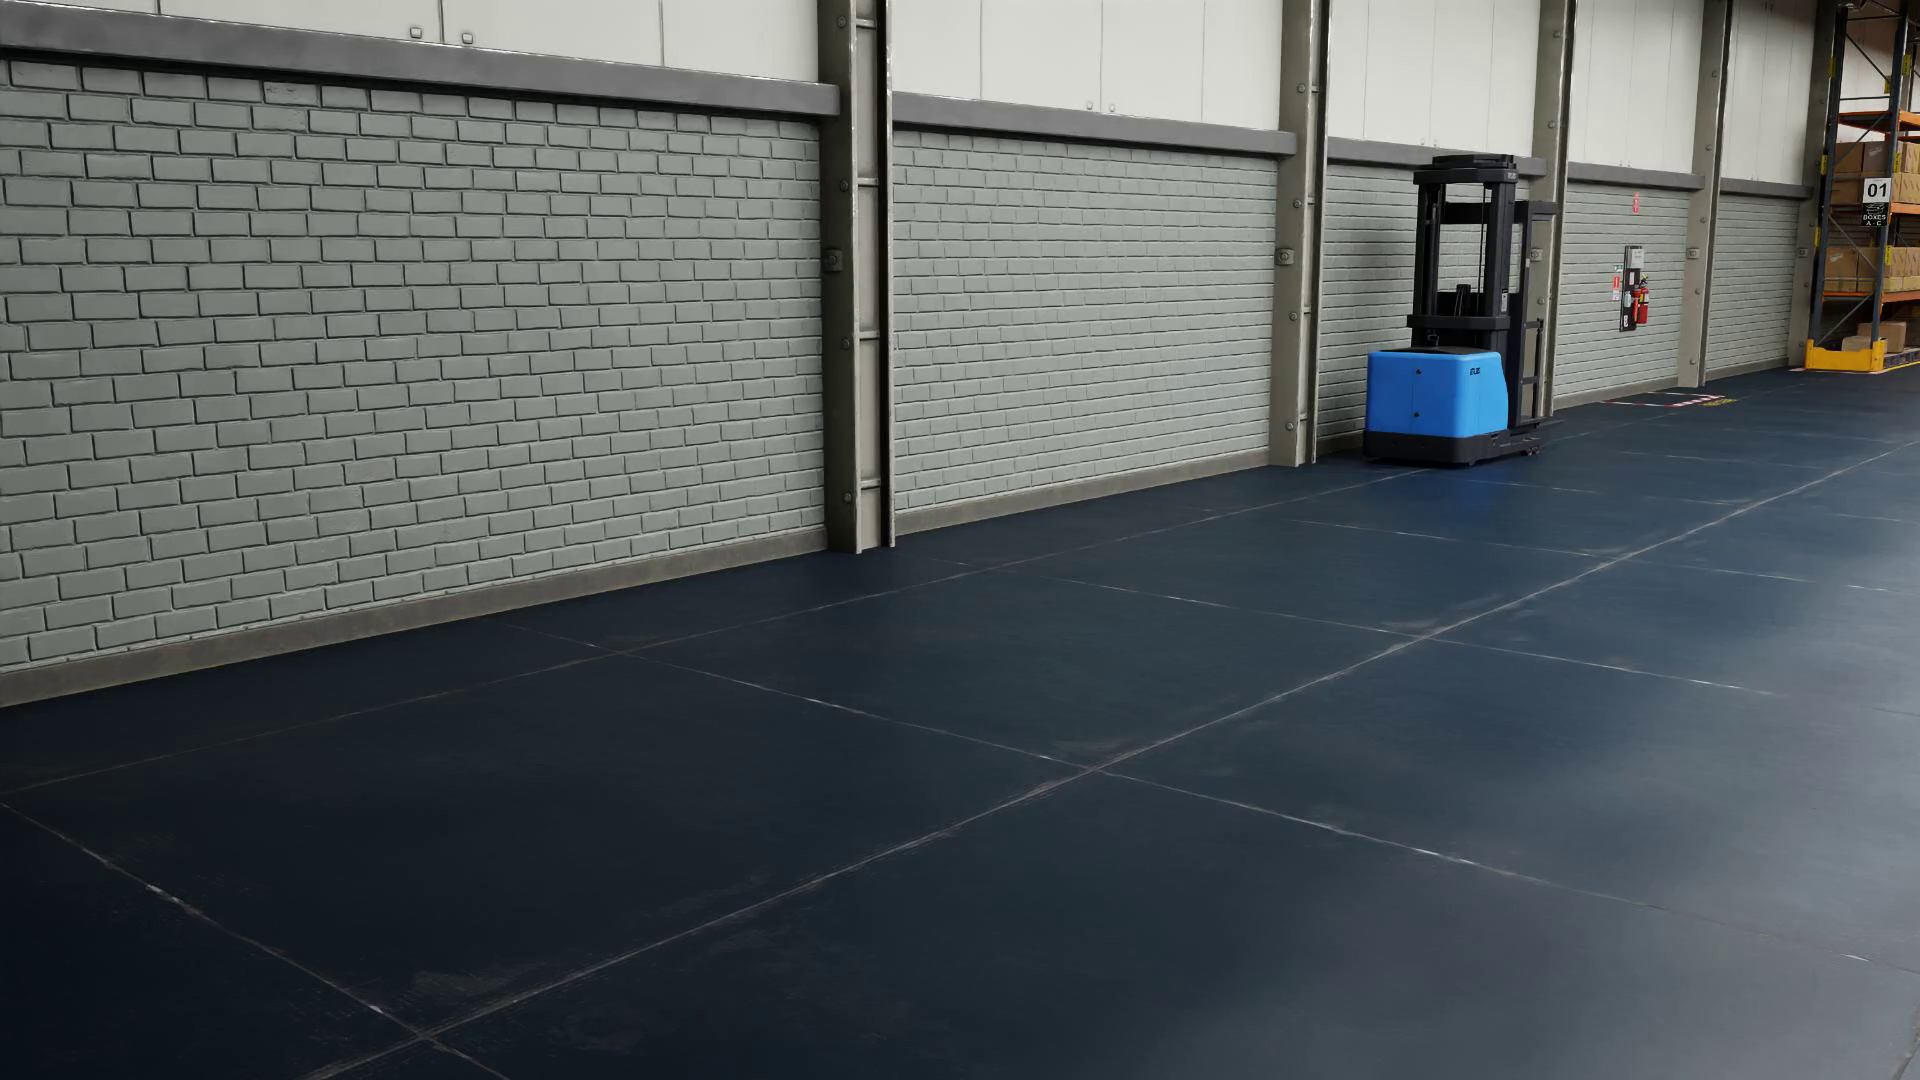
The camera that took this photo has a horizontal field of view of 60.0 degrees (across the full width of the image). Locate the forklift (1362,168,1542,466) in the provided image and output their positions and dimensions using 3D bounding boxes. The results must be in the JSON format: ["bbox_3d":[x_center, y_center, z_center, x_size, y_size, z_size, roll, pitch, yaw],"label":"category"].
[{"bbox_3d":[4.875,-2.212,16.287,1.129,2.768,1.873,8,13,40],"label":"forklift"}]
